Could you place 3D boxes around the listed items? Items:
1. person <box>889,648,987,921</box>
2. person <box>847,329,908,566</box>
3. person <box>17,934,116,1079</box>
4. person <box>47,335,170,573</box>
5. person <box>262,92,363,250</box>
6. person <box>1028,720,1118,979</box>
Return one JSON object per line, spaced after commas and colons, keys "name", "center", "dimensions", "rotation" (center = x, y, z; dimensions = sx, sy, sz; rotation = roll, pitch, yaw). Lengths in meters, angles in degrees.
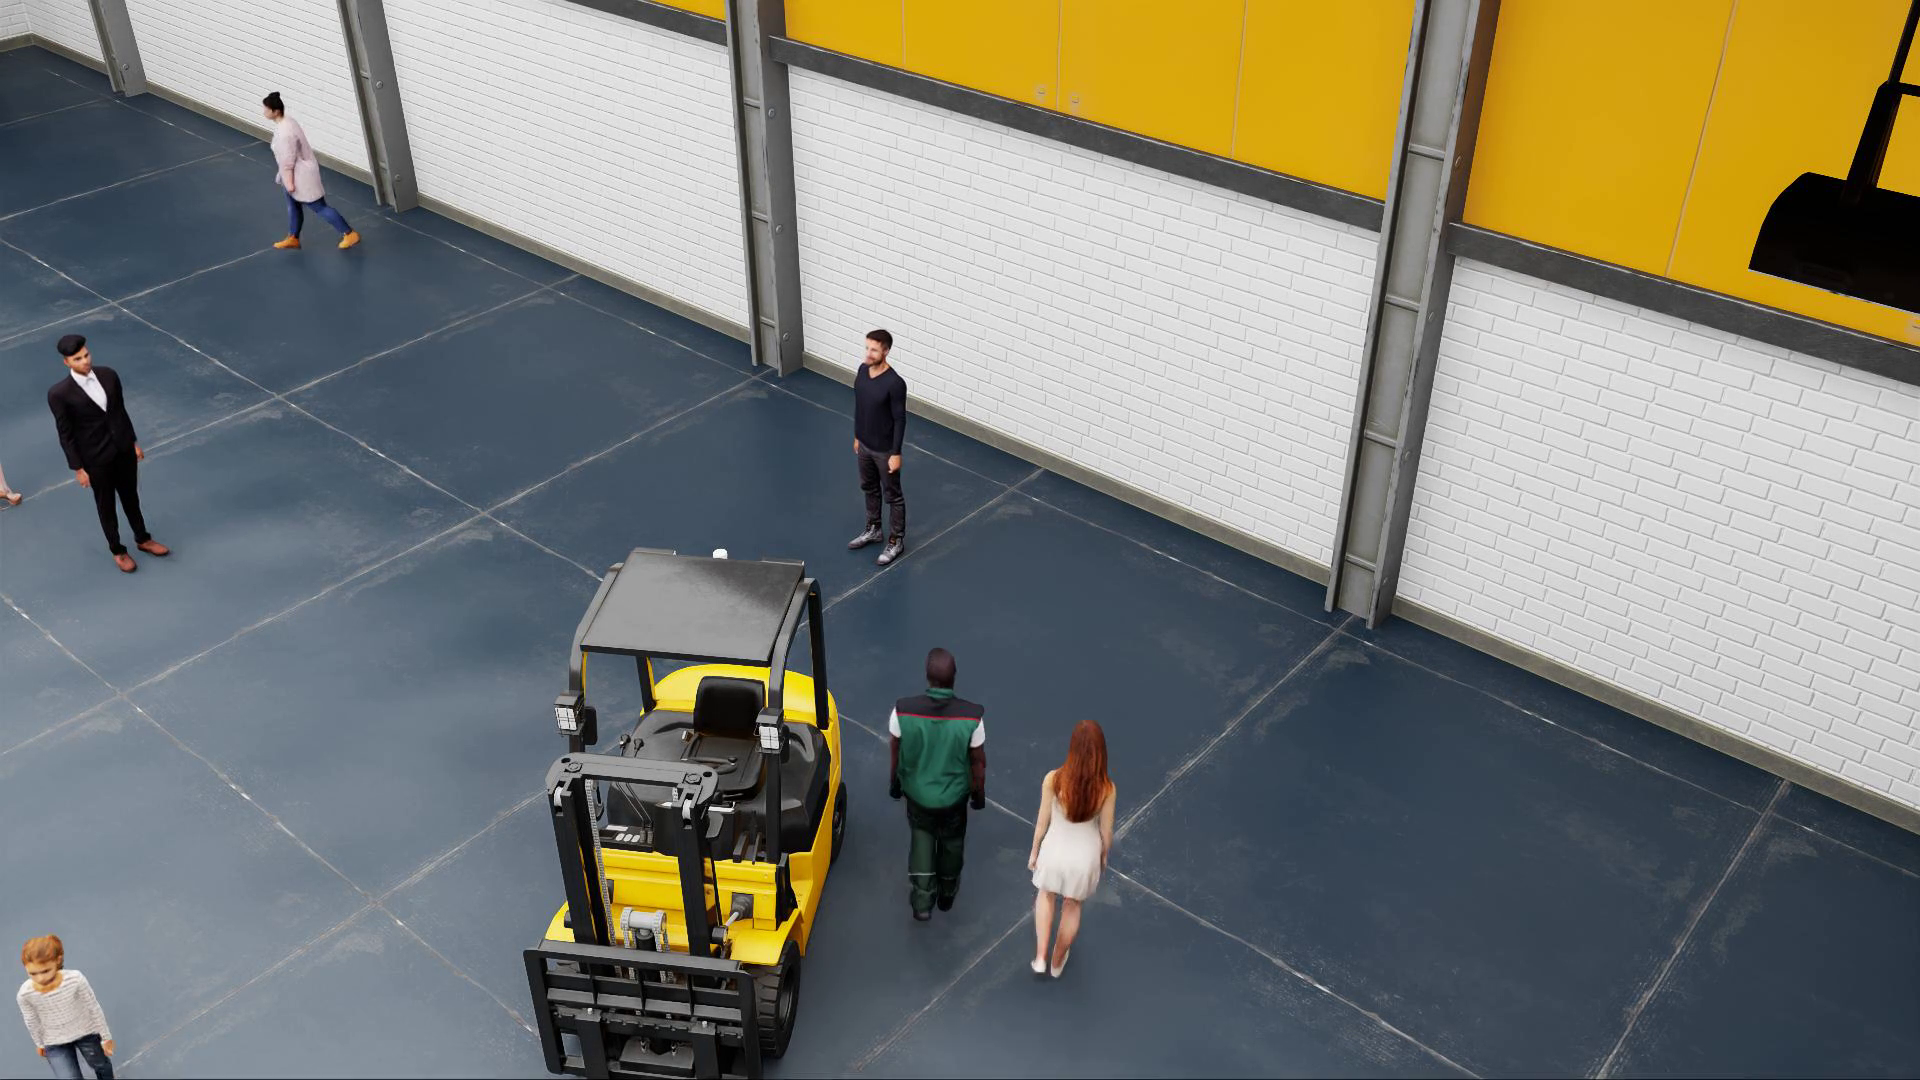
{"name": "person", "center": [-0.137, 1.428, 9.150], "dimensions": [0.939, 1.826, 0.986], "rotation": [3, 34, 4]}
{"name": "person", "center": [-0.593, -0.716, 12.333], "dimensions": [0.500, 1.872, 0.695], "rotation": [28, 43, 35]}
{"name": "person", "center": [-4.349, 2.391, 8.174], "dimensions": [0.661, 1.301, 0.778], "rotation": [-14, 36, -20]}
{"name": "person", "center": [-6.302, -0.666, 12.248], "dimensions": [0.591, 1.883, 0.725], "rotation": [20, 38, 27]}
{"name": "person", "center": [-6.663, -3.751, 17.055], "dimensions": [1.117, 1.699, 1.170], "rotation": [-8, 34, -12]}
{"name": "person", "center": [0.582, 1.737, 8.810], "dimensions": [0.755, 1.687, 0.807], "rotation": [4, 34, 6]}
